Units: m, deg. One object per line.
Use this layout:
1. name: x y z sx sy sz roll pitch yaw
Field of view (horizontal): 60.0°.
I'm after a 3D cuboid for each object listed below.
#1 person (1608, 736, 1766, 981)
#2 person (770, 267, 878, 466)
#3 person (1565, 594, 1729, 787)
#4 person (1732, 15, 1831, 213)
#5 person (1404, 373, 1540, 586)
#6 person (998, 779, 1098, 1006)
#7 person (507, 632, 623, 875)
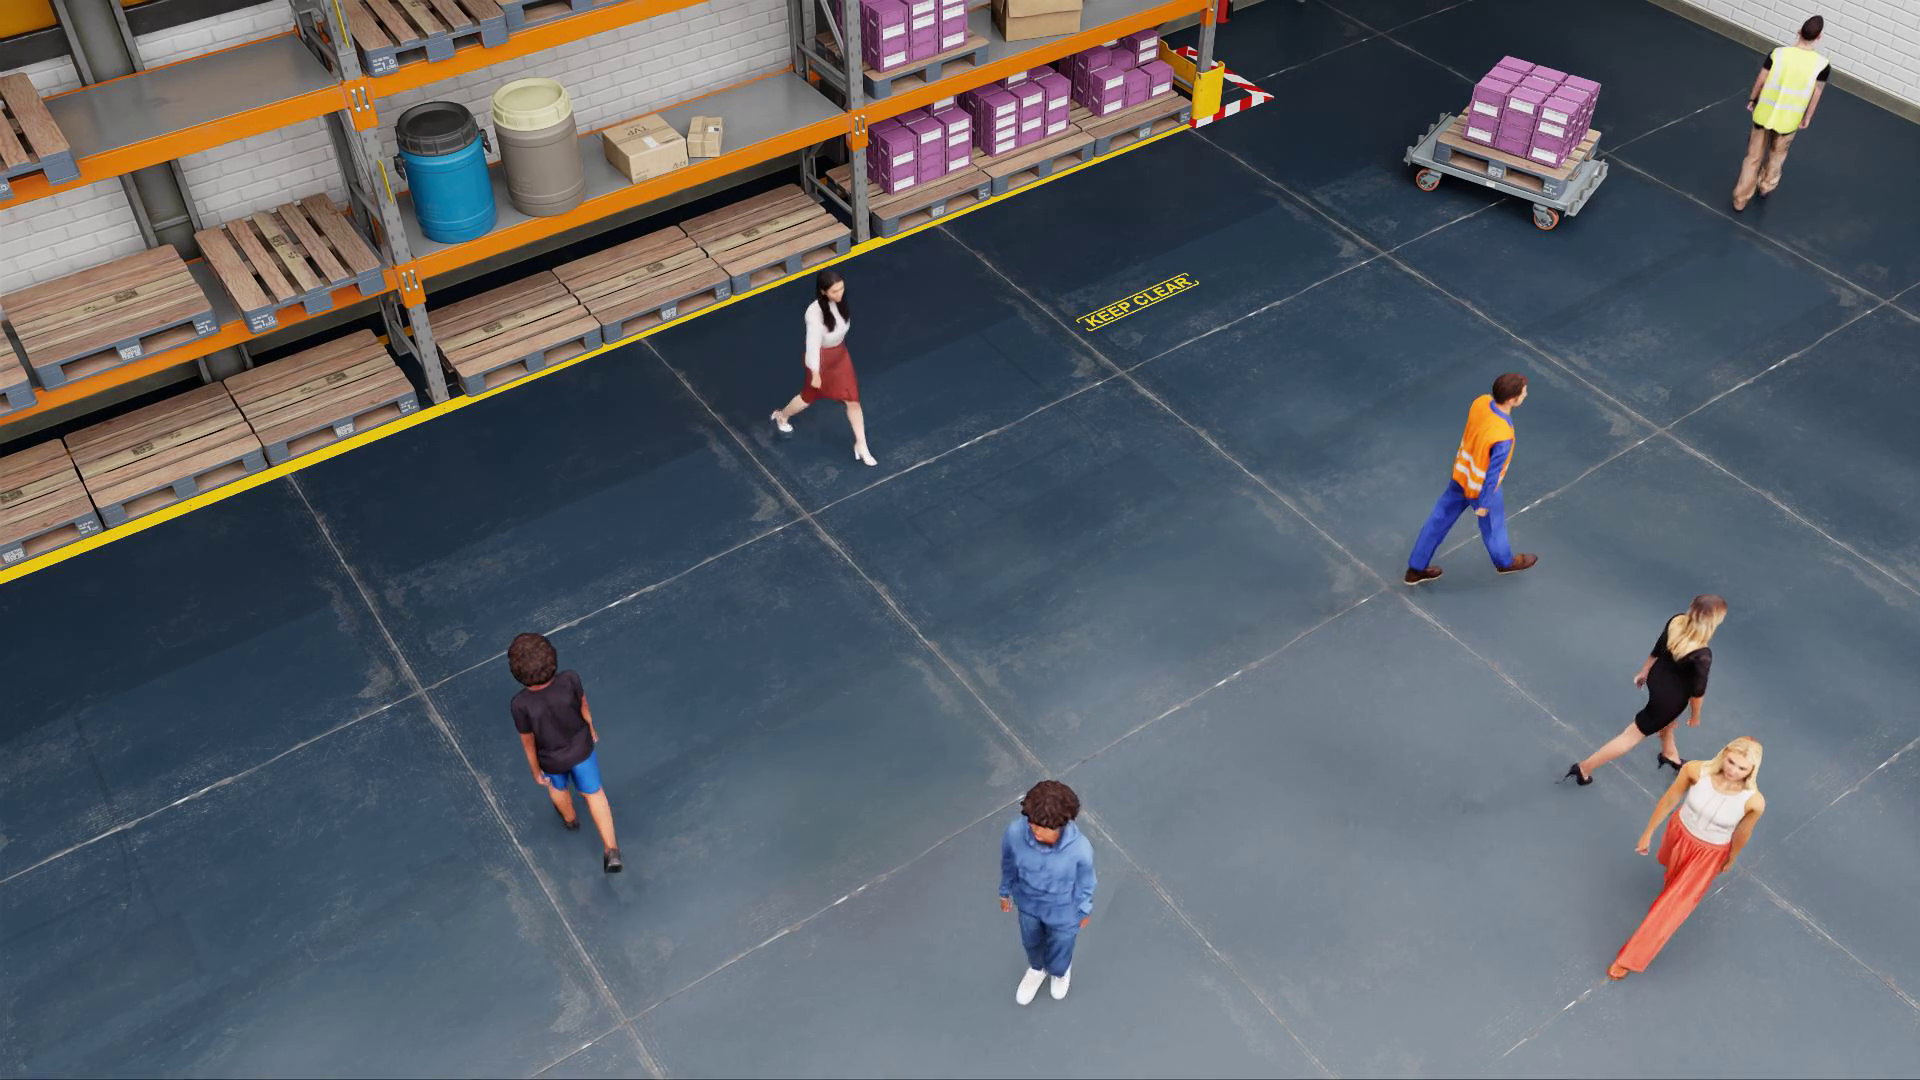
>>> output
1. person: 4.067 1.625 9.159 0.774 1.760 1.257 34 53 31
2. person: -1.060 -1.308 12.273 1.006 1.711 1.177 21 47 21
3. person: 4.132 0.956 9.955 1.143 1.631 0.922 -4 44 -4
4. person: 7.235 -3.727 14.727 0.950 1.828 1.040 14 45 14
5. person: 3.392 -0.367 11.207 1.286 1.819 1.027 -8 44 -9
6. person: 0.505 1.856 8.889 0.789 1.798 0.797 19 47 19
7. person: -2.242 1.250 9.541 1.023 1.775 0.708 -23 48 -22
